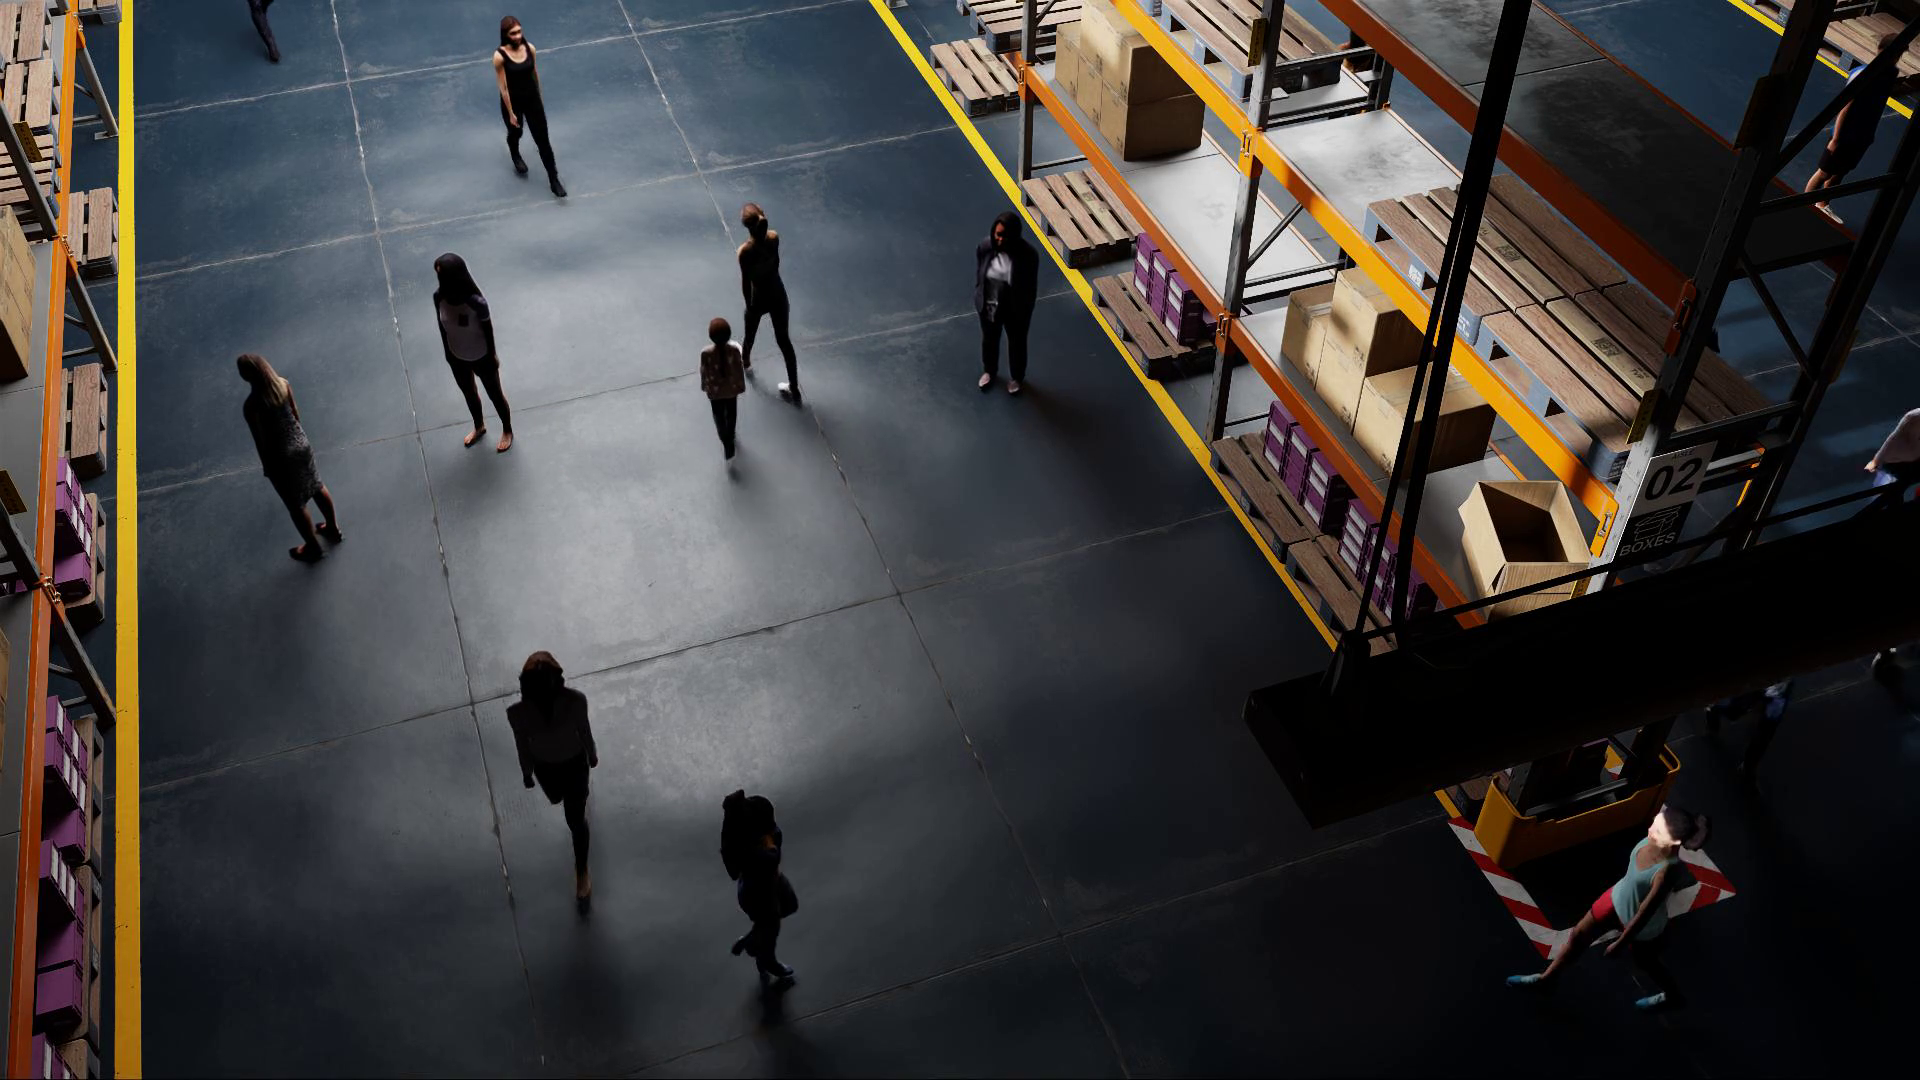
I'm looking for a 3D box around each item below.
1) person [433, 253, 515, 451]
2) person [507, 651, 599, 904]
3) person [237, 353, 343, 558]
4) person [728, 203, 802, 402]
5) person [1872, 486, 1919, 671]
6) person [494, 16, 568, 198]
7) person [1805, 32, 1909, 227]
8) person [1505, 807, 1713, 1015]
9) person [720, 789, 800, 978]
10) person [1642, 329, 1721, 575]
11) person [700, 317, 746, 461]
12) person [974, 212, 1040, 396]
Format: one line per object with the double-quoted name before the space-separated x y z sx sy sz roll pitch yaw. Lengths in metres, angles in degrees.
"person" -3.660 -1.414 12.470 0.675 1.706 0.704 12 45 12
"person" -2.325 1.242 9.637 0.795 1.767 1.181 -4 44 -4
"person" -4.689 -0.592 11.611 0.691 1.700 0.627 17 46 17
"person" -1.448 -1.813 12.923 0.784 1.658 1.150 -27 50 -25
"person" 6.261 0.178 10.833 1.033 1.658 1.027 30 51 27
"person" -4.060 -4.005 15.234 0.819 1.645 1.210 -27 50 -26
"person" 7.863 -3.608 14.656 0.661 1.866 0.585 -17 46 -17
"person" 3.679 2.026 8.850 1.055 1.717 1.218 5 44 6
"person" -1.147 1.899 9.060 0.787 1.611 0.686 0 44 0
"person" 4.937 -0.778 11.708 0.840 1.836 1.233 -5 44 -6
"person" -1.793 -1.141 12.560 0.501 1.185 0.773 -10 45 -11
"person" 0.359 -1.852 13.010 0.785 1.595 0.828 10 45 10
